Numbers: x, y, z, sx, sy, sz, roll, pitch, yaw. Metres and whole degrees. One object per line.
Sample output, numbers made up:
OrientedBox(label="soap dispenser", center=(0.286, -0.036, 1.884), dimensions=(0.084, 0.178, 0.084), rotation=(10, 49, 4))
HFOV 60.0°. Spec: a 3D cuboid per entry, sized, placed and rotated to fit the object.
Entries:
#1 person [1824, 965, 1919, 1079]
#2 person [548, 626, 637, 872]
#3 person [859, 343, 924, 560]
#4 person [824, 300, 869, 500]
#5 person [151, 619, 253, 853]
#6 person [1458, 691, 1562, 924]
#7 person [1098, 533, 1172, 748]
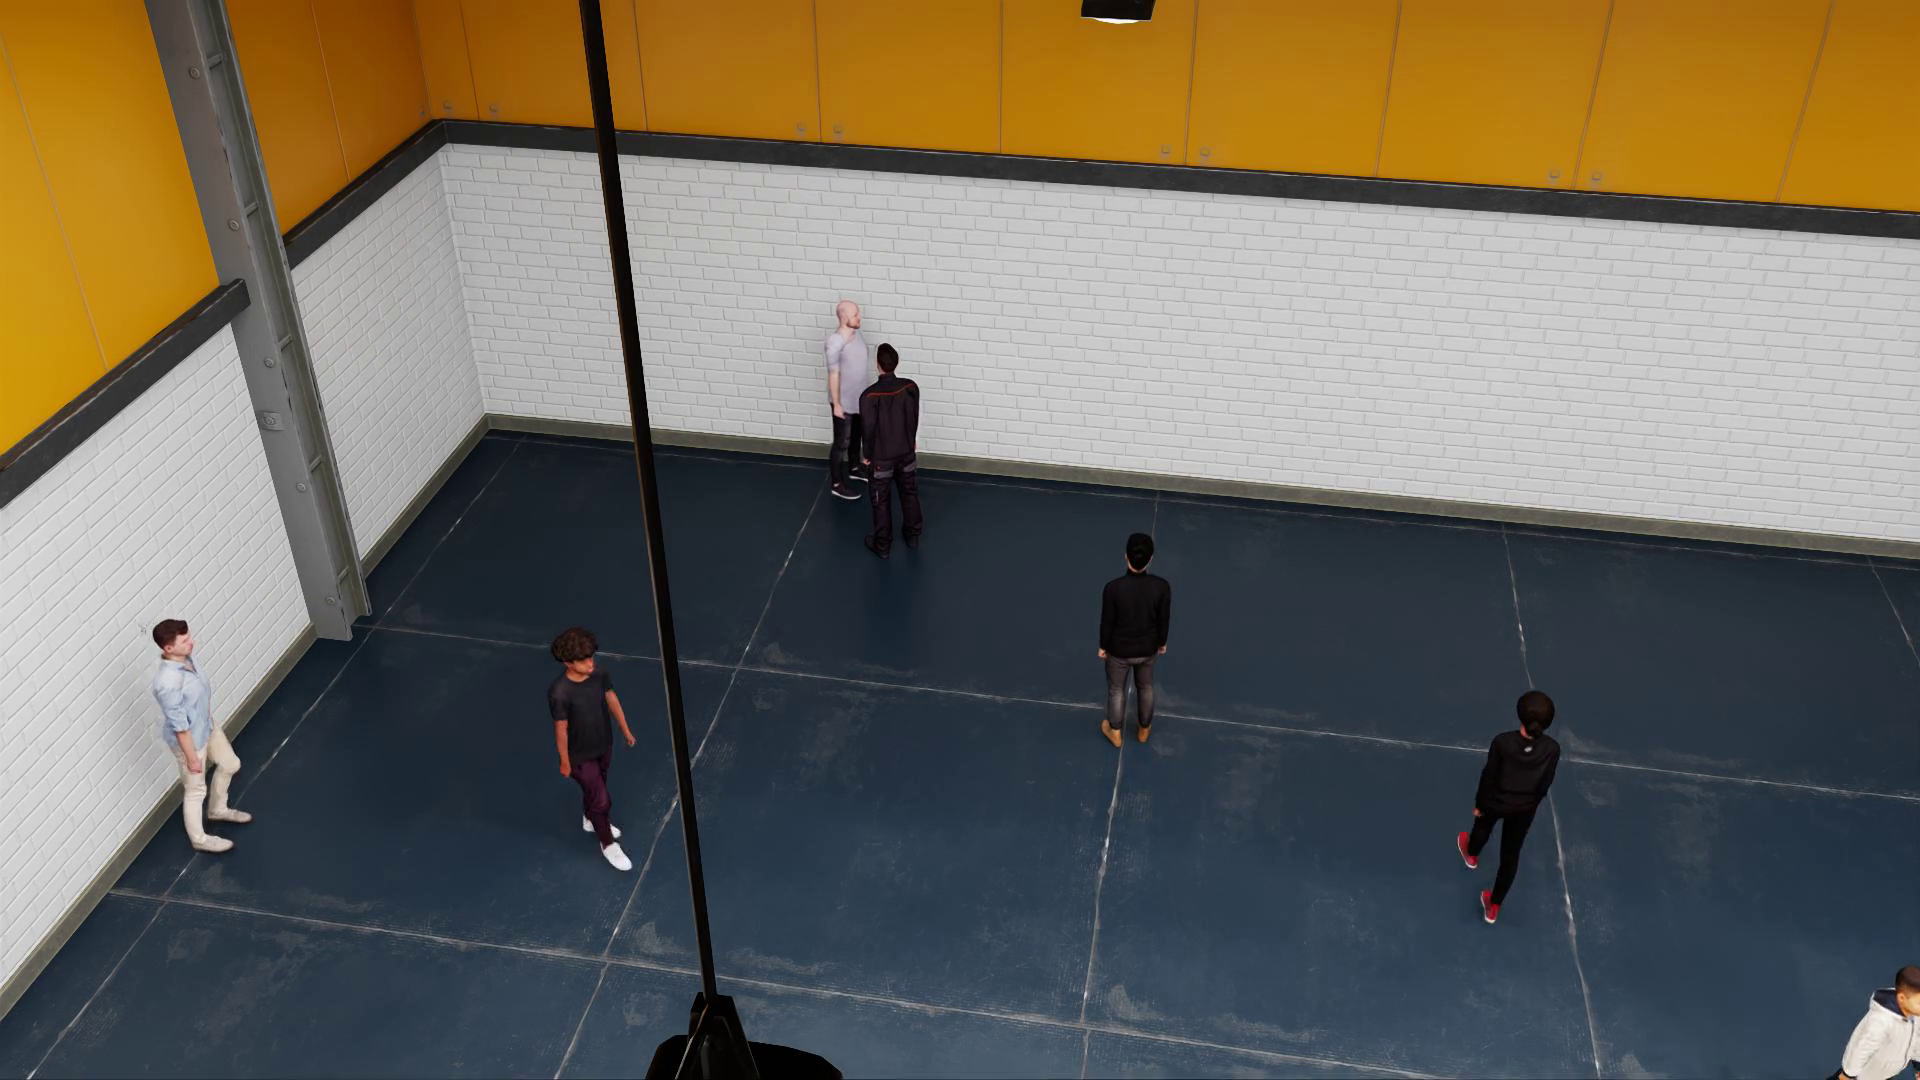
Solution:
OrientedBox(label="person", center=(4.813, 2.744, 8.891), dimensions=(0.886, 1.425, 0.941), rotation=(-22, 40, -30))
OrientedBox(label="person", center=(-2.474, 1.278, 10.792), dimensions=(0.849, 1.761, 0.832), rotation=(17, 37, 23))
OrientedBox(label="person", center=(-0.569, -0.736, 13.684), dimensions=(0.784, 1.915, 0.806), rotation=(-15, 36, -21))
OrientedBox(label="person", center=(-0.986, -1.259, 14.543), dimensions=(0.791, 1.835, 0.628), rotation=(15, 36, 21))
OrientedBox(label="person", center=(-4.988, 1.270, 10.741), dimensions=(0.794, 1.832, 0.684), rotation=(-3, 34, -4))
OrientedBox(label="person", center=(3.415, 1.686, 10.280), dimensions=(0.609, 1.650, 0.935), rotation=(4, 34, 7))
OrientedBox(label="person", center=(1.212, 0.708, 11.685), dimensions=(0.709, 1.722, 0.639), rotation=(-5, 34, -7))
